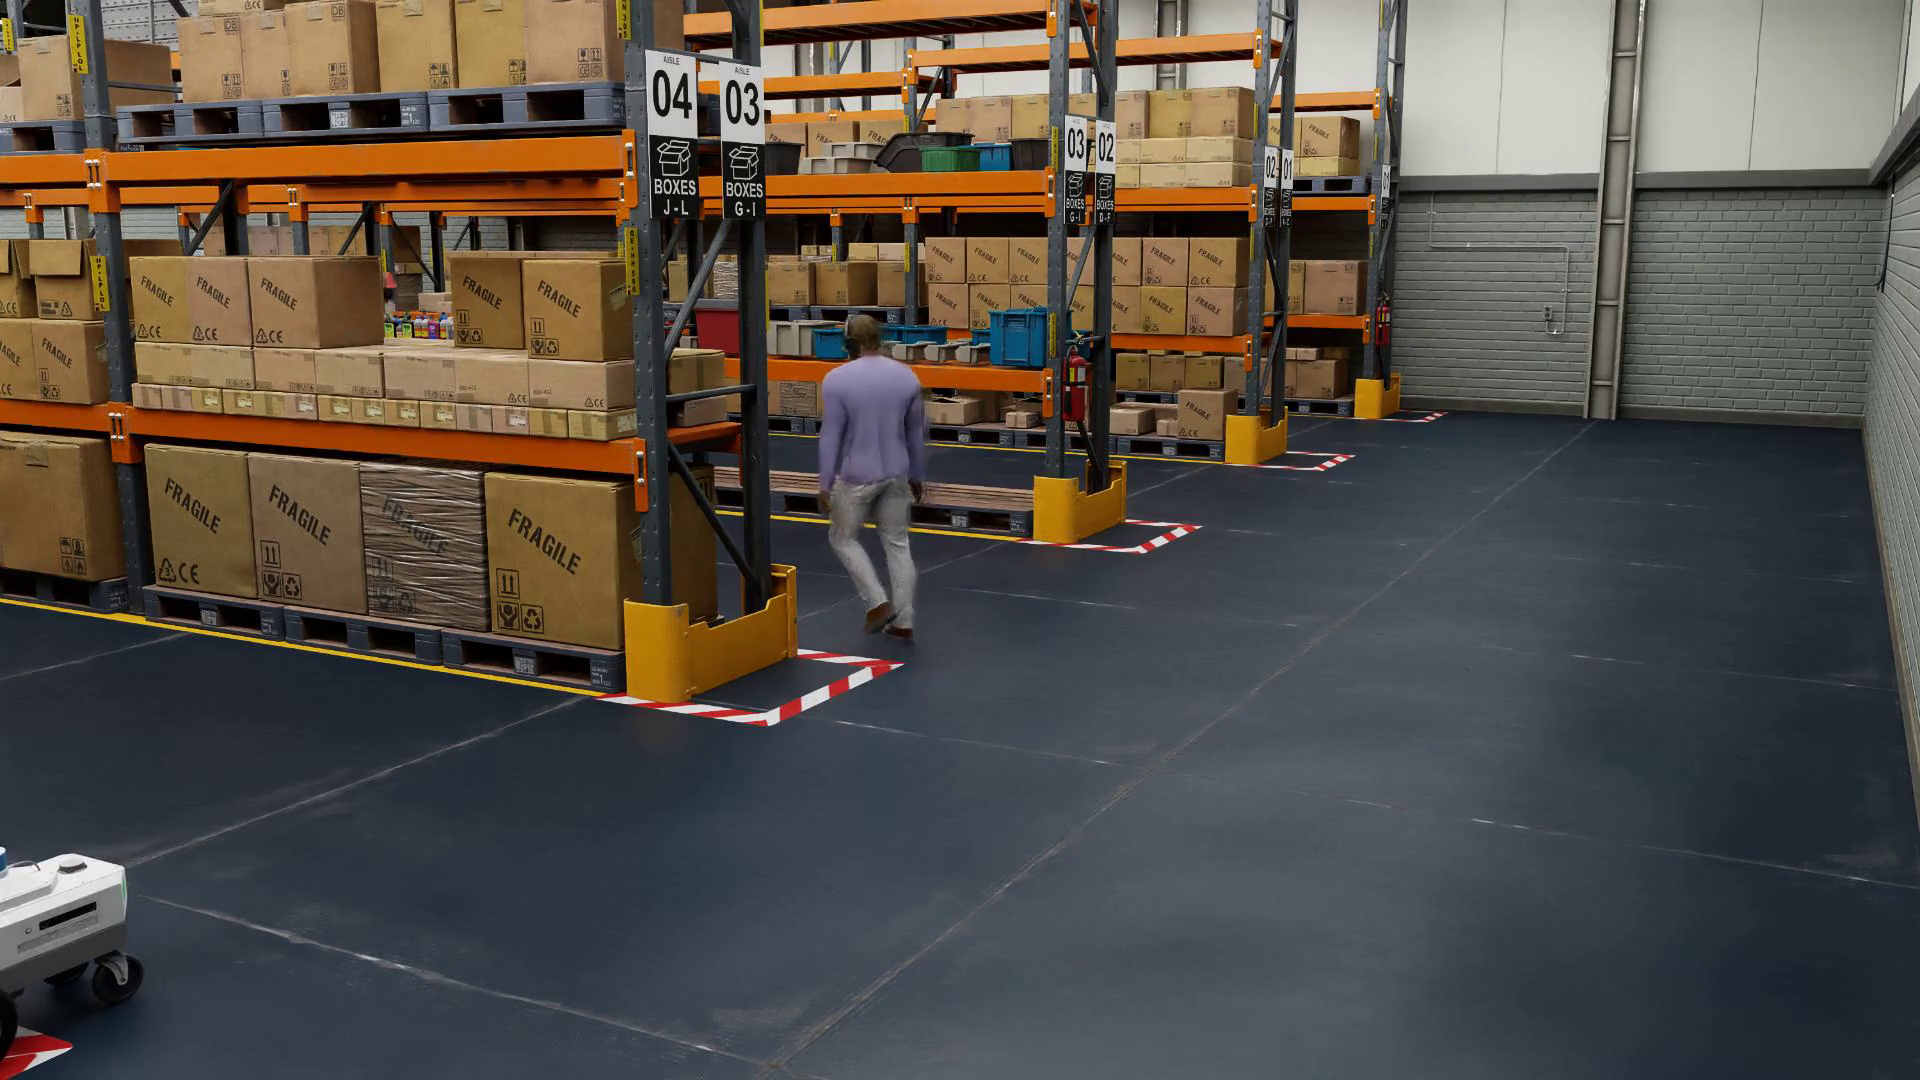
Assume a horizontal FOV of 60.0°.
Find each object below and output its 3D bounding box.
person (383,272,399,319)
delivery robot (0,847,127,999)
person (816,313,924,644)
[{"bbox_3d":[-6.879,-2.282,20.185,0.932,1.894,0.570,3,11,15],"label":"person"},{"bbox_3d":[-2.840,1.146,4.894,0.477,0.478,0.707,5,12,27],"label":"delivery robot"},{"bbox_3d":[-0.504,-0.337,9.551,0.747,1.902,0.496,-7,12,-33],"label":"person"}]
